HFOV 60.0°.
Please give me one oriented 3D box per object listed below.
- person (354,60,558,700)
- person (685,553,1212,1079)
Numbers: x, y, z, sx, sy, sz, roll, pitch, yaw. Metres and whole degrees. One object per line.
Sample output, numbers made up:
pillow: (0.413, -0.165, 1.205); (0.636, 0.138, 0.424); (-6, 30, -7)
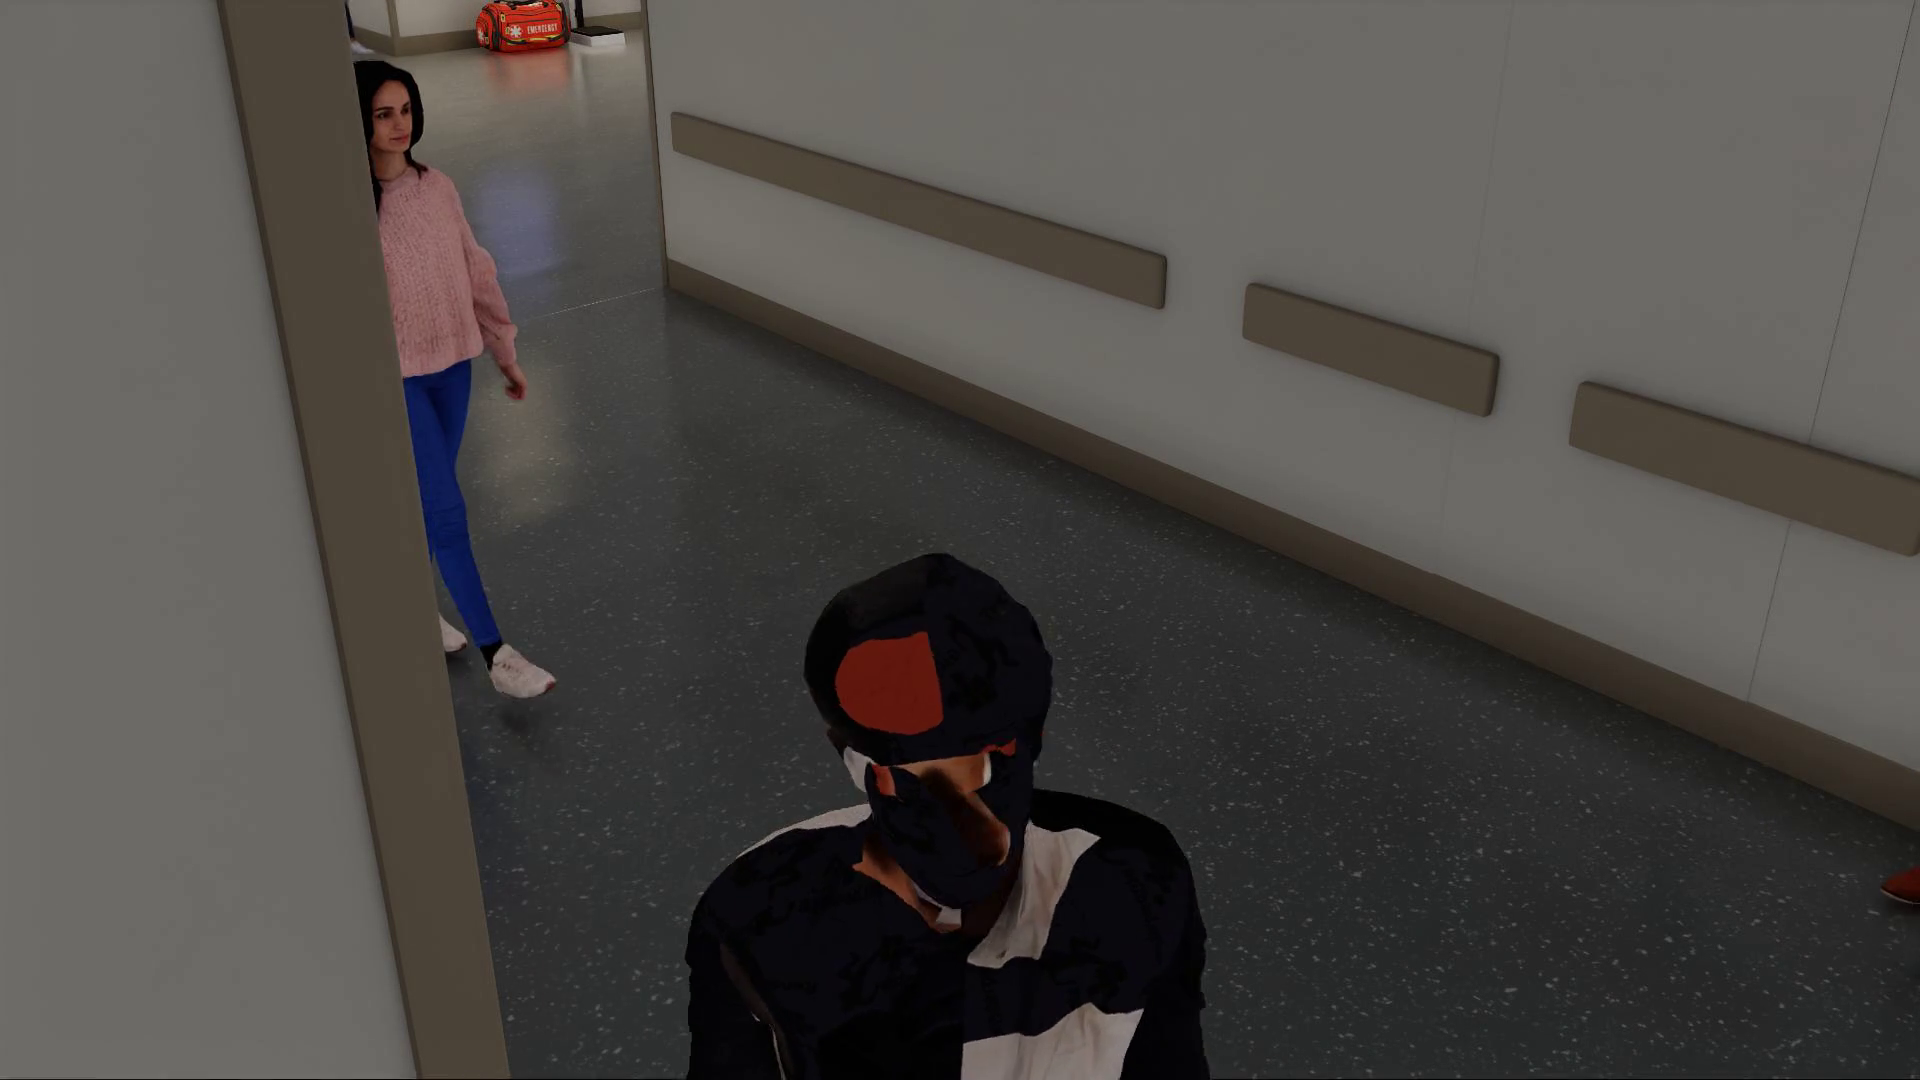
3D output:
person: (-1.565, -0.439, 4.629); (0.909, 1.740, 1.028); (15, 29, 28)
person: (-0.055, 0.819, 1.860); (0.872, 1.879, 0.964); (-8, 27, -16)
